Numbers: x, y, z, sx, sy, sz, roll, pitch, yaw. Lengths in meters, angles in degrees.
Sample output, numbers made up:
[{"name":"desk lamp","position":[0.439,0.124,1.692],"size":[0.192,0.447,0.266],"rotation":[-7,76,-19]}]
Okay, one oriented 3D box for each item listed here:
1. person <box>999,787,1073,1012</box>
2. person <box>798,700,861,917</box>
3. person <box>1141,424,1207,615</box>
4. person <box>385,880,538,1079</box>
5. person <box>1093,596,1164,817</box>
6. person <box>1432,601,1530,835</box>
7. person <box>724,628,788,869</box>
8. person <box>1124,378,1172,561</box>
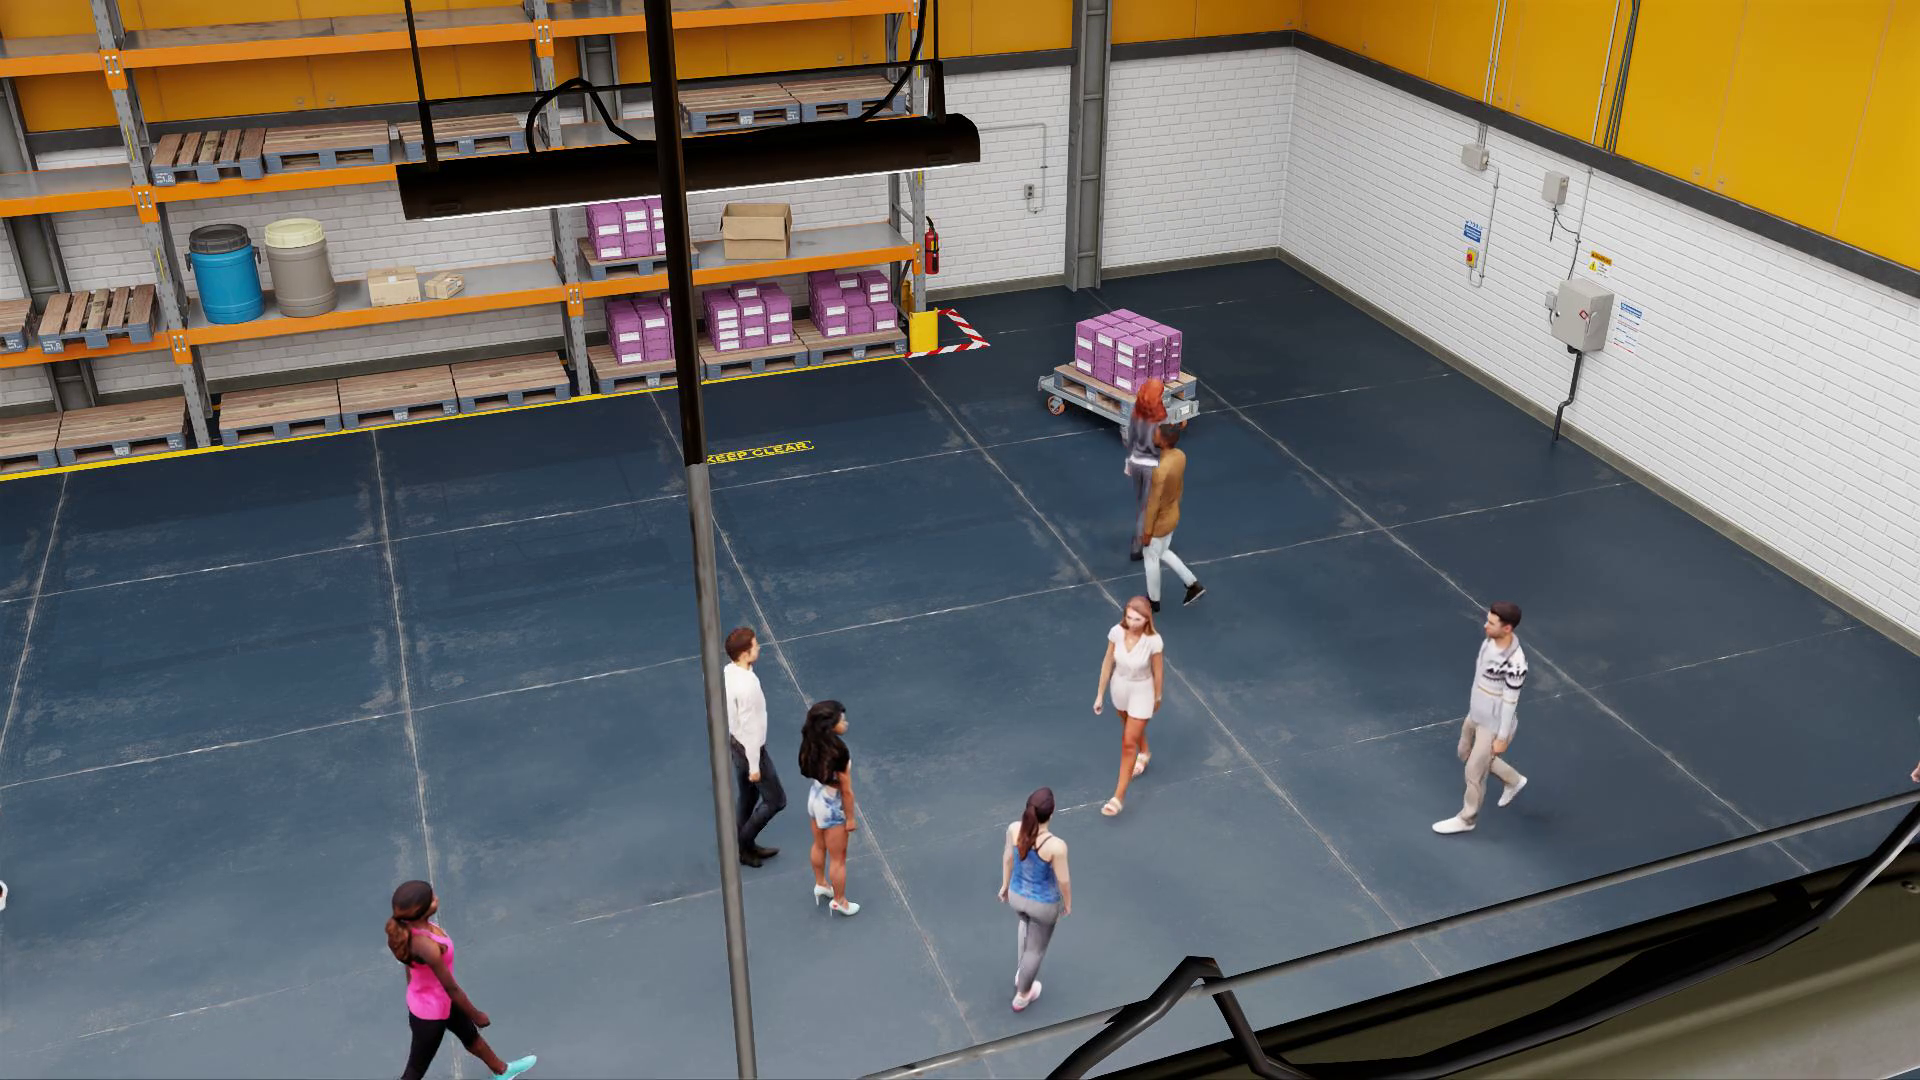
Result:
[{"name":"person","position":[0.405,2.204,10.049],"size":[0.725,1.598,0.772],"rotation":[19,34,31]},{"name":"person","position":[-0.847,1.754,10.851],"size":[0.652,1.620,0.620],"rotation":[-18,33,-30]},{"name":"person","position":[1.798,-0.137,14.131],"size":[1.010,1.800,0.963],"rotation":[14,32,24]},{"name":"person","position":[-2.997,2.643,9.172],"size":[1.185,1.667,0.710],"rotation":[-16,32,-27]},{"name":"person","position":[1.279,1.091,12.037],"size":[1.008,1.649,1.159],"rotation":[17,33,28]},{"name":"person","position":[3.768,1.239,11.564],"size":[1.025,1.840,0.849],"rotation":[-2,29,-3]},{"name":"person","position":[-1.502,1.447,11.160],"size":[0.672,1.863,0.693],"rotation":[-12,31,-21]},{"name":"person","position":[1.641,-0.602,15.019],"size":[0.722,1.764,0.684],"rotation":[-25,37,-38]}]
